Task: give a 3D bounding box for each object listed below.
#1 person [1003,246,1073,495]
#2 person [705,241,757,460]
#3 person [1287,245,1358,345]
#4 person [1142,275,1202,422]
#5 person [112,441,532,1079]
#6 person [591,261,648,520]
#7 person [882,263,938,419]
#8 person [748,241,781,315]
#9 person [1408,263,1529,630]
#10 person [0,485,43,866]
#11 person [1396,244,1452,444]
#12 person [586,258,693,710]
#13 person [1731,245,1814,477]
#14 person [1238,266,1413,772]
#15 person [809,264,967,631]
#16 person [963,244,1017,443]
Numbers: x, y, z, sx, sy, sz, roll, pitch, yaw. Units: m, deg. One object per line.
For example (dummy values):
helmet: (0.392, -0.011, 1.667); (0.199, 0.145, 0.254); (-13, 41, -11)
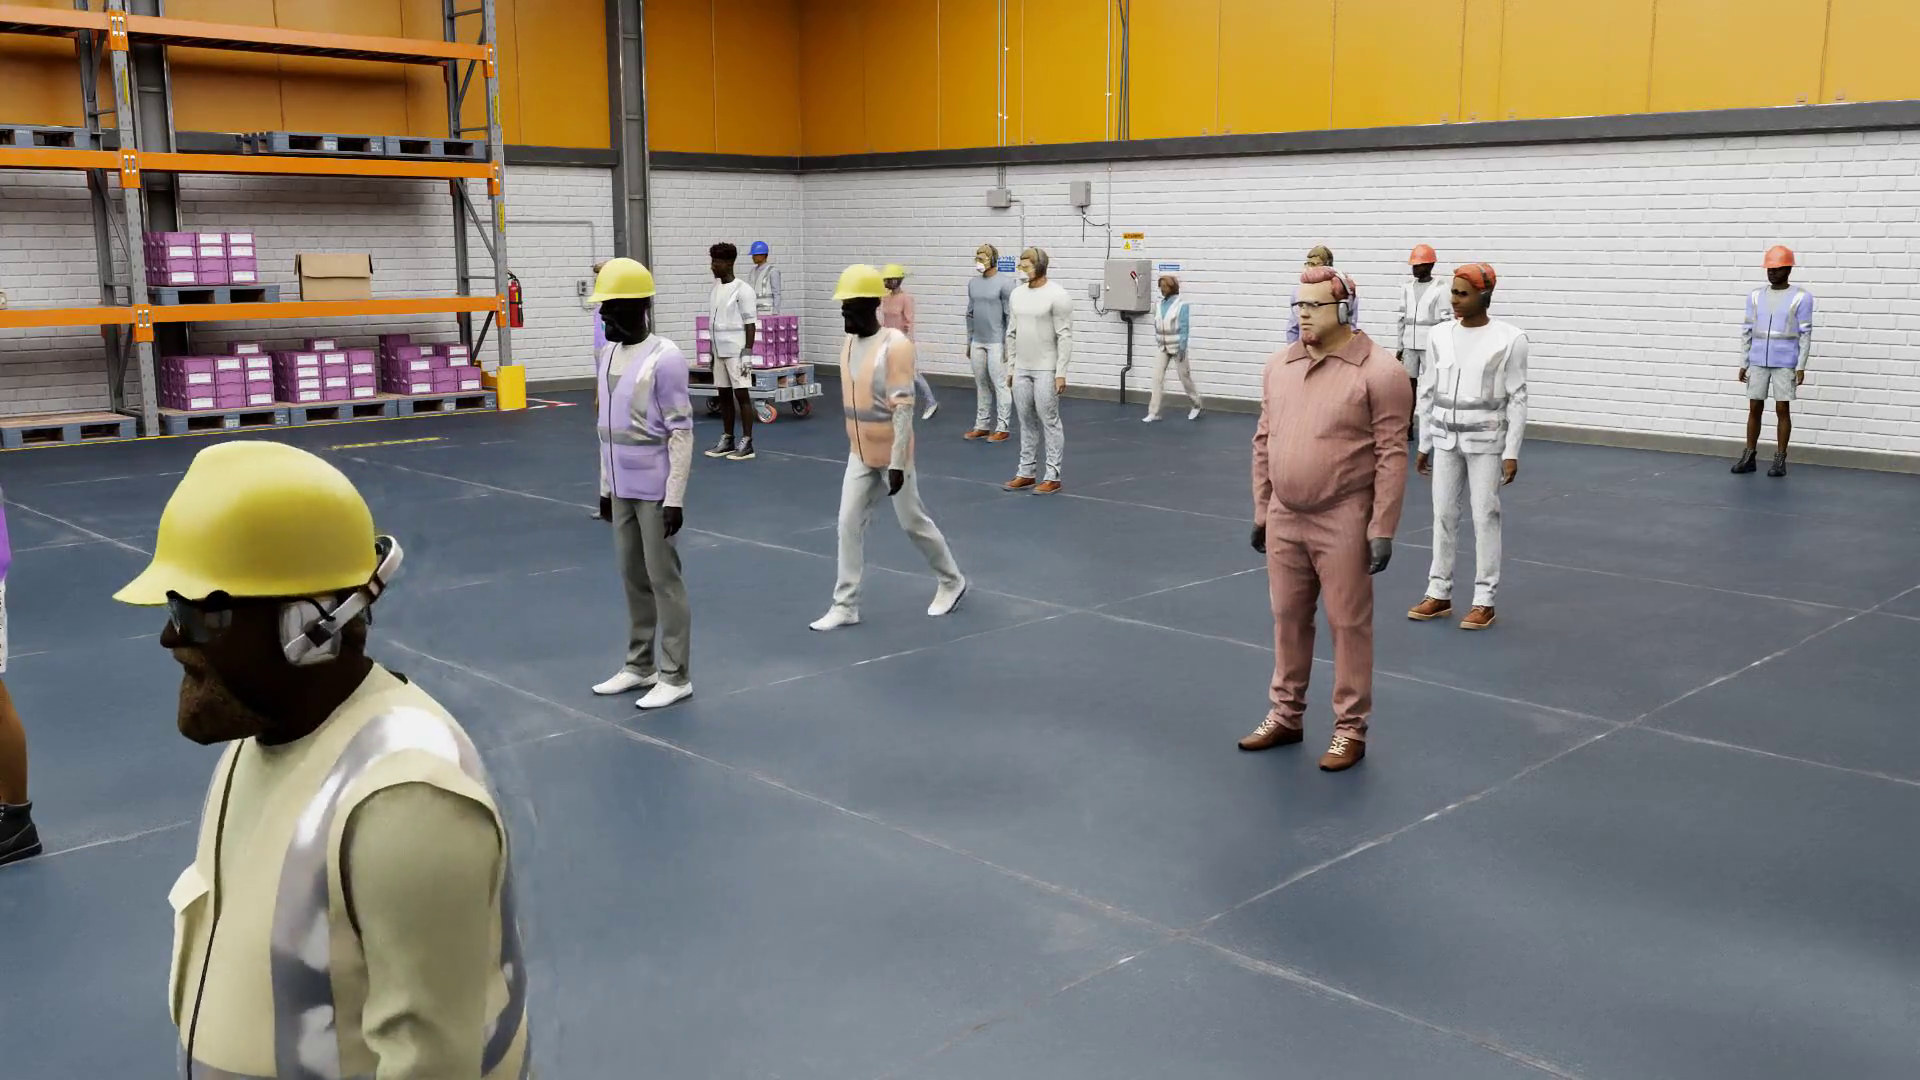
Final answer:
person: (0.608, -1.320, 13.026); (0.362, 1.936, 0.631); (-10, 14, -42)
person: (-2.083, -1.710, 15.076); (0.366, 1.963, 0.610); (-10, 14, -42)
person: (2.952, -1.439, 13.666); (0.362, 1.938, 0.631); (-10, 14, -42)
person: (2.366, -2.093, 18.155); (0.801, 1.607, 0.520); (-10, 14, -42)
person: (-0.682, 0.746, 2.158); (0.880, 1.797, 0.595); (-10, 14, -42)
person: (-2.369, -1.033, 11.716); (0.381, 1.841, 0.566); (-10, 14, -42)
person: (-0.589, -2.159, 18.179); (0.843, 1.732, 0.532); (-10, 14, -42)
person: (-2.699, -3.125, 22.845); (0.402, 1.943, 0.608); (-10, 14, -42)
person: (2.625, -0.480, 8.593); (0.346, 1.881, 0.578); (-10, 14, -42)
person: (-3.234, 0.100, 5.287); (0.374, 1.934, 0.549); (-10, 14, -42)
person: (4.472, -1.891, 16.142); (0.374, 1.934, 0.549); (-10, 14, -42)
person: (-1.382, -0.236, 7.142); (0.386, 1.926, 0.591); (-10, 14, -42)
person: (6.839, -1.500, 14.003); (0.377, 1.936, 0.549); (-10, 14, -42)
person: (1.366, -0.079, 6.340); (0.400, 1.907, 0.645); (-10, 14, -42)
person: (-0.341, -0.489, 8.655); (0.927, 1.891, 0.590); (-9, 14, -42)
person: (0.297, -1.920, 16.294); (0.362, 1.938, 0.631); (-10, 14, -42)
